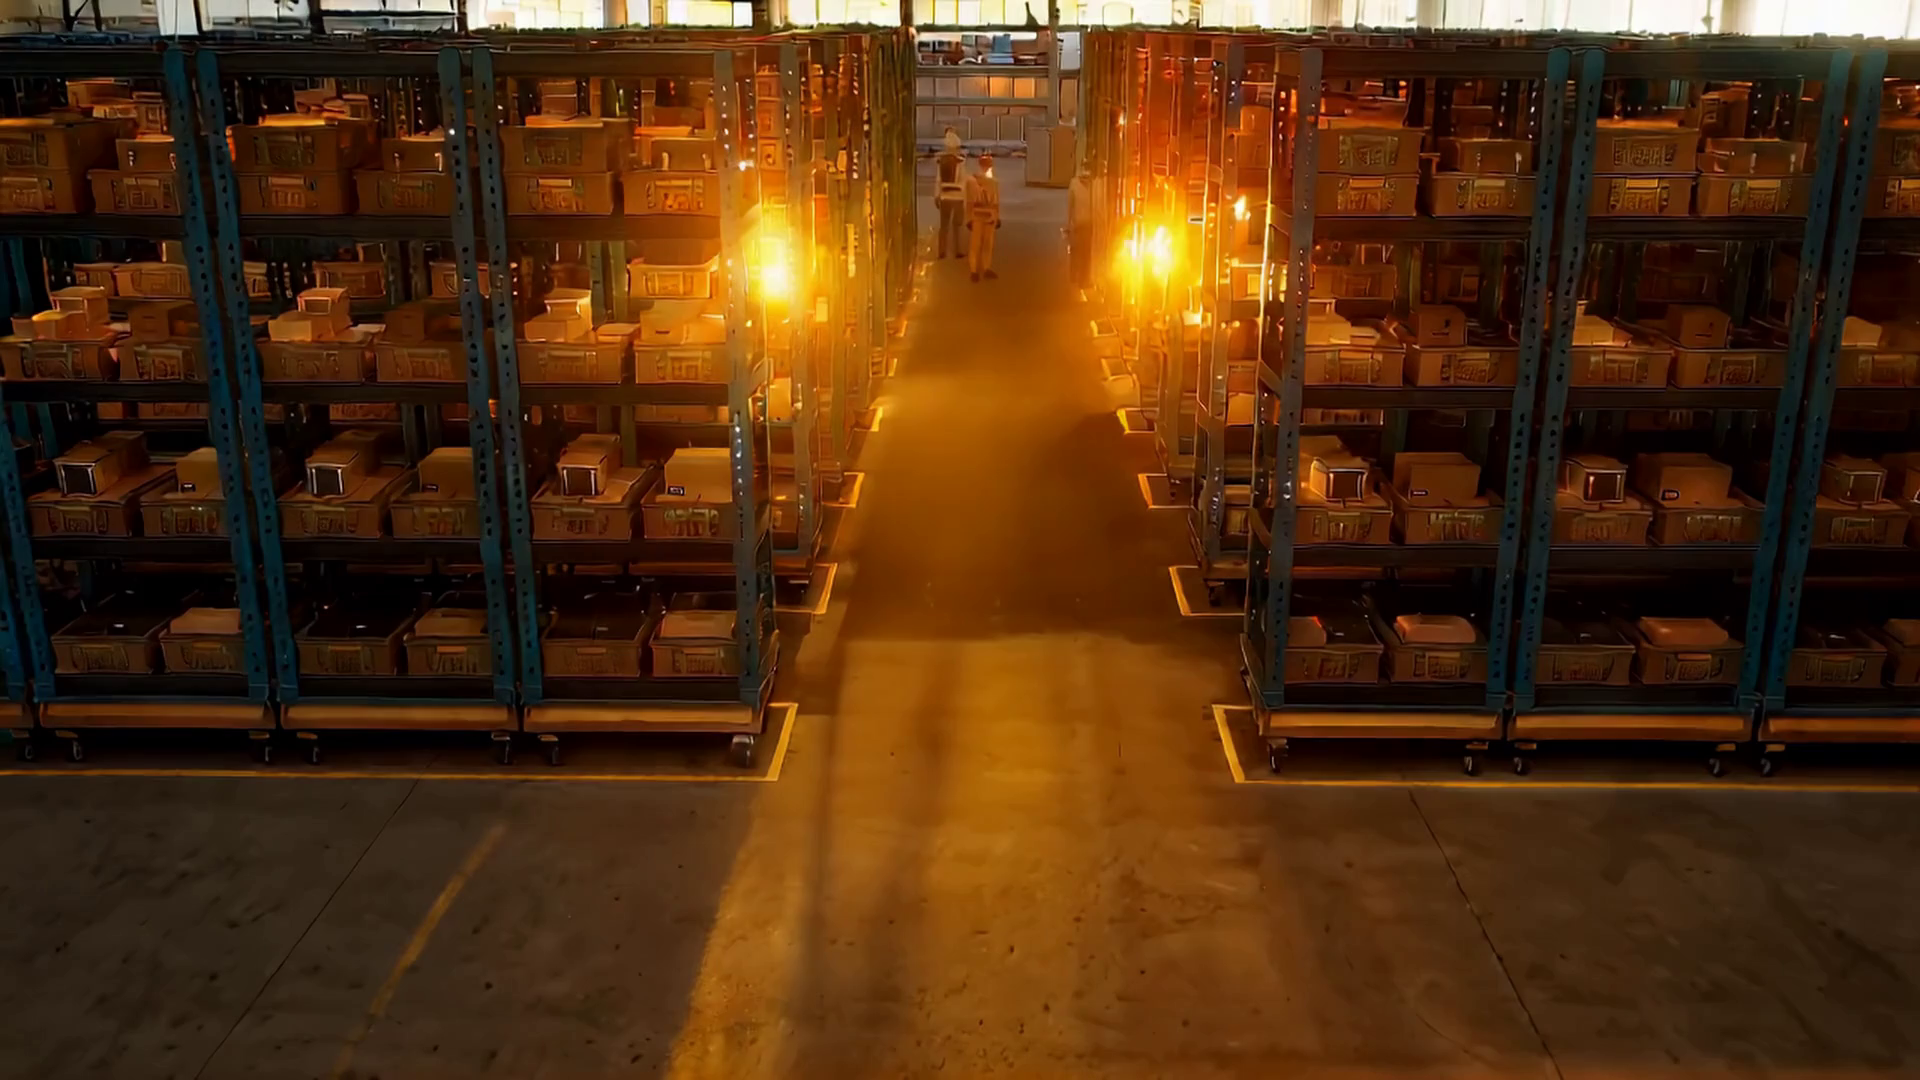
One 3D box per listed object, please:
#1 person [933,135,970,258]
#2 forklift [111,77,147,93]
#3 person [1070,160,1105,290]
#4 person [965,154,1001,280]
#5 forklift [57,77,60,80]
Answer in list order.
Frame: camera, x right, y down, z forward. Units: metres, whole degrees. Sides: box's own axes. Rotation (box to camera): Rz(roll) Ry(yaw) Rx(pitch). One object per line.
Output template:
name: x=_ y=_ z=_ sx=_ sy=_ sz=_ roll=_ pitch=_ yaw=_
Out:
person: x=-0.127 y=-5.502 z=26.698 sx=0.614 sy=1.950 sz=0.375 roll=5 pitch=18 yaw=16
forklift: x=-23.967 y=-12.689 z=48.080 sx=1.129 sy=2.768 sz=1.873 roll=0 pitch=17 yaw=0
person: x=1.816 y=-4.490 z=23.705 sx=0.569 sy=1.830 sz=0.439 roll=11 pitch=20 yaw=30
person: x=0.360 y=-4.769 z=24.557 sx=0.596 sy=1.831 sz=0.403 roll=-12 pitch=21 yaw=-33
forklift: x=-24.441 y=-11.605 z=44.624 sx=1.129 sy=2.768 sz=1.873 roll=-4 pitch=18 yaw=-13
